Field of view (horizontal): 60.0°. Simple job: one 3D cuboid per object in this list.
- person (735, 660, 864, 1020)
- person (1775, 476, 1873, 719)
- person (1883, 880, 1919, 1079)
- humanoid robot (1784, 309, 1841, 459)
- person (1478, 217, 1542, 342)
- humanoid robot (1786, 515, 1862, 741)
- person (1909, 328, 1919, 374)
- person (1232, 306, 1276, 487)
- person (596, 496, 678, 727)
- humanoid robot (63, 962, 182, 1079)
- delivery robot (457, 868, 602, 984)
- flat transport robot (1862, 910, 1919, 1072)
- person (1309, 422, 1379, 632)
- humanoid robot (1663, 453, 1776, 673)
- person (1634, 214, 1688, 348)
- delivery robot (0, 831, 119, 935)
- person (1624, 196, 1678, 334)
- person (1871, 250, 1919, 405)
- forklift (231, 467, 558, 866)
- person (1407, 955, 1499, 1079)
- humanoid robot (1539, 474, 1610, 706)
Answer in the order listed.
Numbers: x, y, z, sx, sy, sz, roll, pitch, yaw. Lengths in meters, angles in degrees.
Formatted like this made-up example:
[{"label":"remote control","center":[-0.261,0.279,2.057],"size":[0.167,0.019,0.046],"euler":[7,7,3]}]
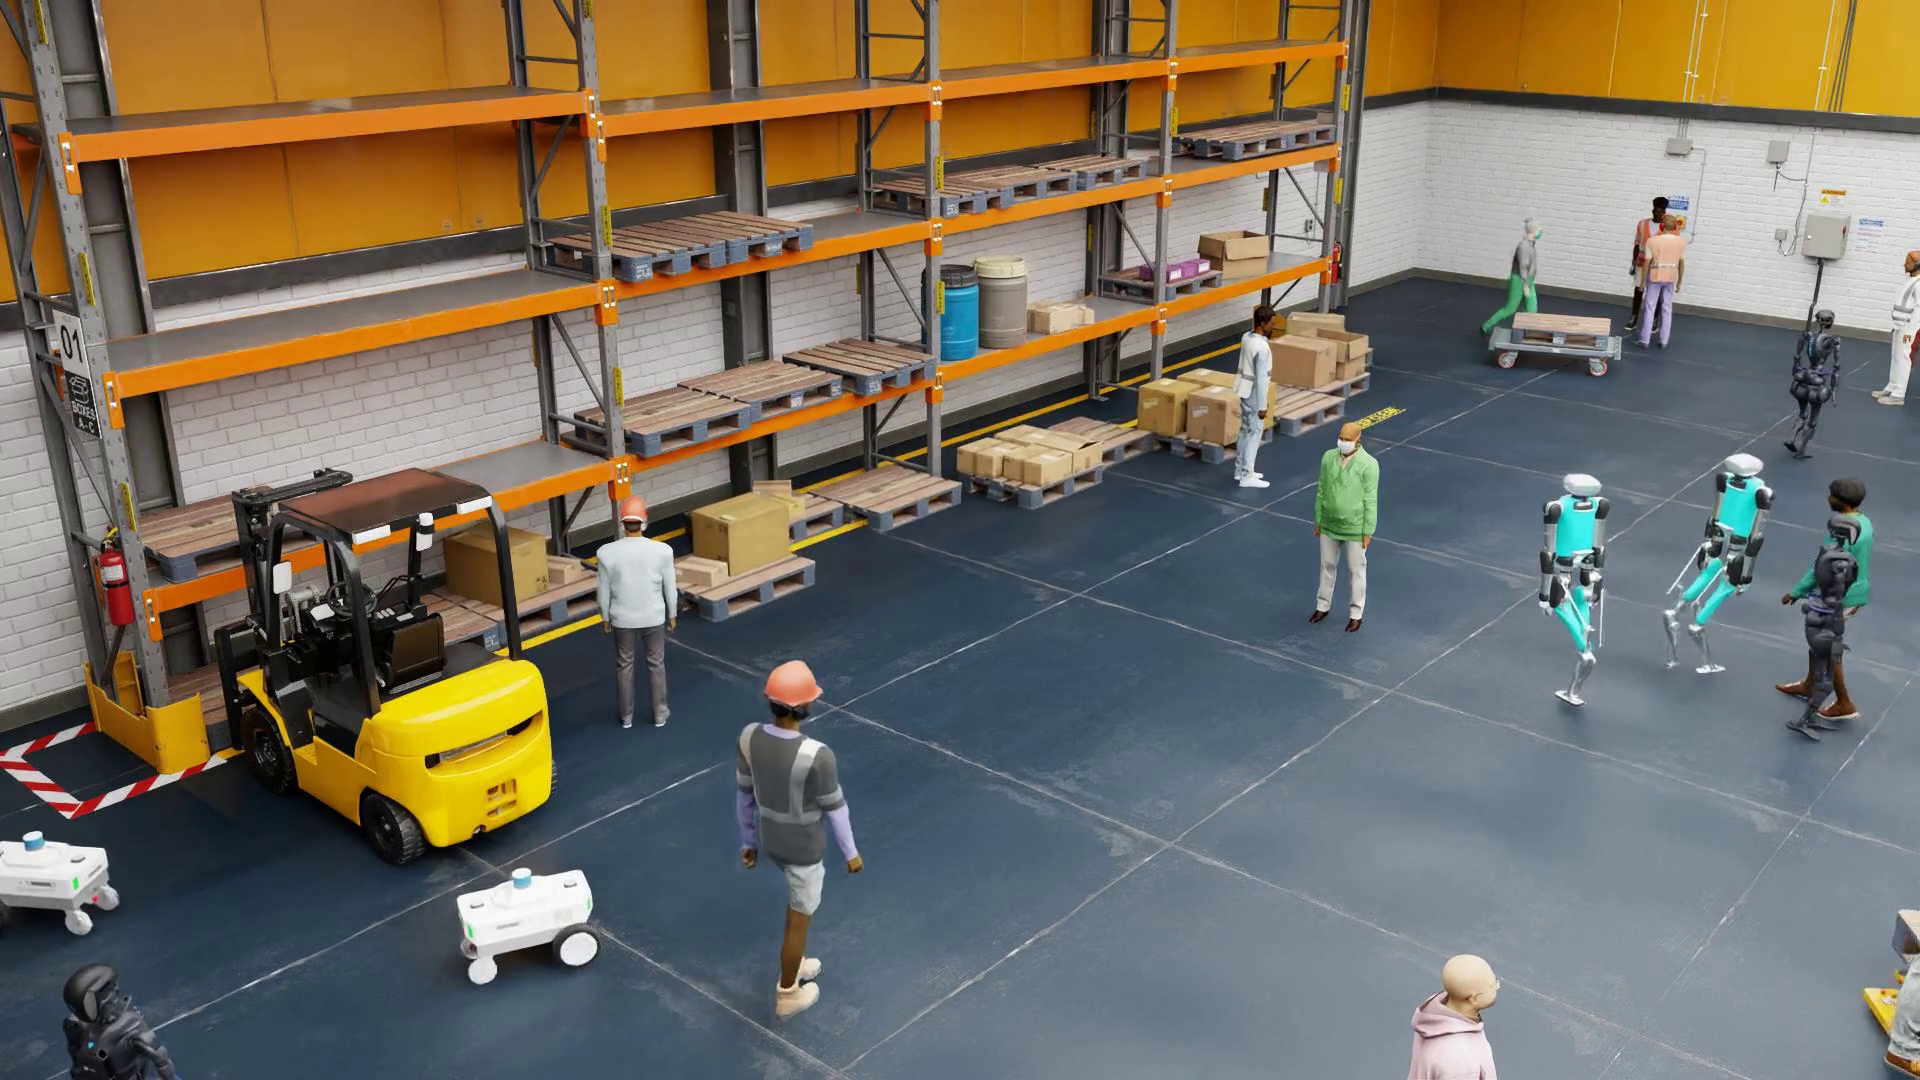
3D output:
[{"label":"person","center":[-0.816,1.566,8.780],"size":[0.616,2.022,0.624],"euler":[17,26,38]},{"label":"person","center":[6.408,0.426,12.157],"size":[0.621,1.822,0.511],"euler":[19,27,41]},{"label":"person","center":[4.987,1.800,8.288],"size":[0.377,1.931,0.623],"euler":[15,25,36]},{"label":"humanoid robot","center":[9.286,-1.701,18.120],"size":[0.358,1.641,0.601],"euler":[-9,22,-24]},{"label":"person","center":[7.728,-3.576,23.010],"size":[0.872,1.812,0.519],"euler":[16,26,36]},{"label":"humanoid robot","center":[6.203,0.602,11.881],"size":[0.379,1.649,0.603],"euler":[7,21,18]},{"label":"person","center":[12.546,-2.996,21.501],"size":[0.476,1.767,0.359],"euler":[15,25,35]},{"label":"person","center":[3.044,-1.483,17.210],"size":[0.408,1.908,0.595],"euler":[-3,20,-7]},{"label":"person","center":[-2.323,0.522,12.012],"size":[0.568,1.741,0.350],"euler":[-3,21,-9]},{"label":"humanoid robot","center":[-3.385,2.445,6.905],"size":[0.612,1.644,0.348],"euler":[7,21,18]},{"label":"delivery robot","center":[-2.443,2.129,9.359],"size":[0.769,0.587,0.499],"euler":[-9,22,-23]},{"label":"flat transport robot","center":[5.577,2.552,8.637],"size":[1.431,0.231,0.659],"euler":[2,20,6]},{"label":"person","center":[3.174,-0.121,13.712],"size":[0.539,1.776,0.388],"euler":[15,25,36]},{"label":"humanoid robot","center":[5.751,0.251,12.814],"size":[0.694,1.836,0.534],"euler":[-6,21,-16]},{"label":"person","center":[9.671,-3.553,22.914],"size":[0.565,1.838,0.378],"euler":[1,20,2]},{"label":"delivery robot","center":[-5.385,1.981,9.737],"size":[0.756,0.571,0.499],"euler":[2,20,7]},{"label":"person","center":[9.897,-3.940,23.802],"size":[0.368,1.957,0.598],"euler":[-18,27,-41]},{"label":"person","center":[11.486,-2.588,20.231],"size":[0.345,1.883,0.583],"euler":[6,21,15]},{"label":"forklift","center":[-3.730,0.710,10.856],"size":[2.313,2.155,1.214],"euler":[17,26,38]},{"label":"person","center":[1.945,2.453,6.717],"size":[0.402,1.784,0.524],"euler":[1,20,3]},{"label":"humanoid robot","center":[4.597,0.477,12.202],"size":[0.532,1.826,0.770],"euler":[-6,21,-17]}]
